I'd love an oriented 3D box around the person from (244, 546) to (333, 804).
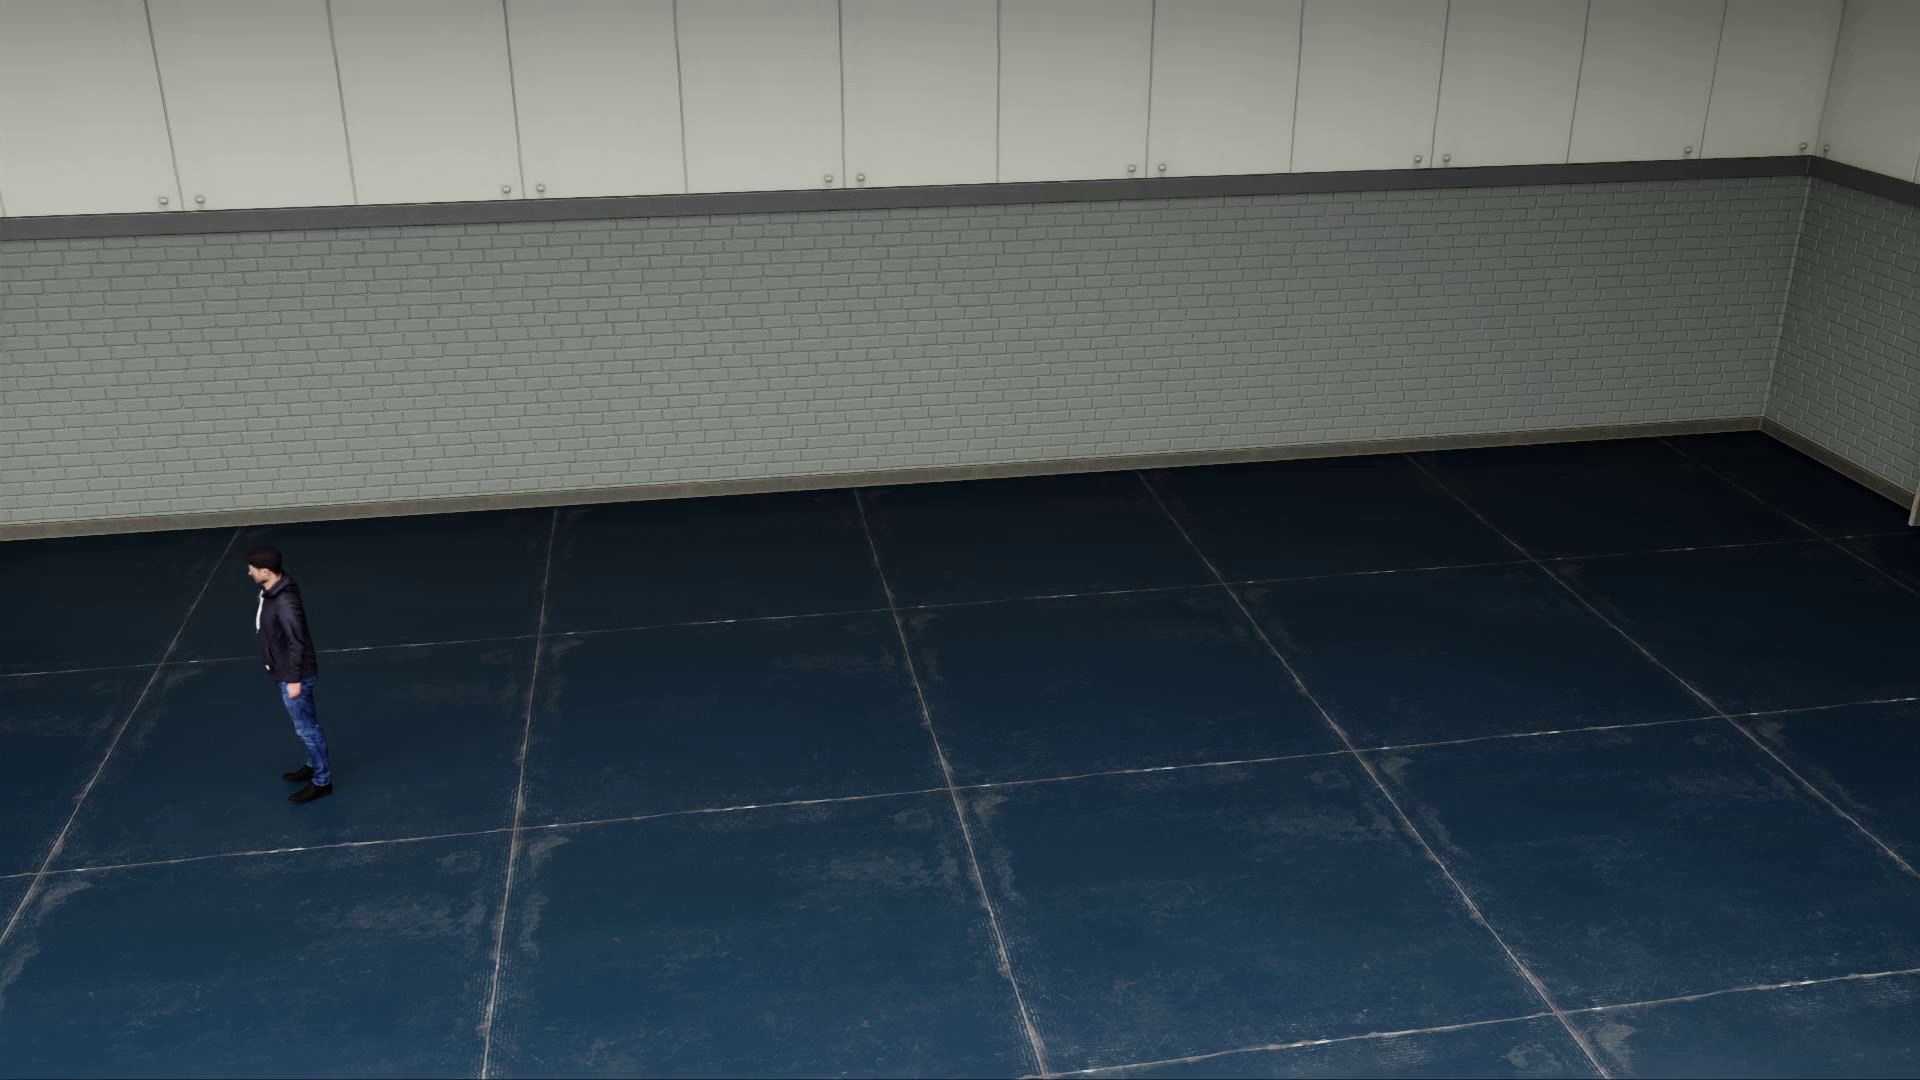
[{"bbox_3d":[-4.549,0.885,11.370,0.795,1.889,0.617,-11,25,-25],"label":"person"}]
